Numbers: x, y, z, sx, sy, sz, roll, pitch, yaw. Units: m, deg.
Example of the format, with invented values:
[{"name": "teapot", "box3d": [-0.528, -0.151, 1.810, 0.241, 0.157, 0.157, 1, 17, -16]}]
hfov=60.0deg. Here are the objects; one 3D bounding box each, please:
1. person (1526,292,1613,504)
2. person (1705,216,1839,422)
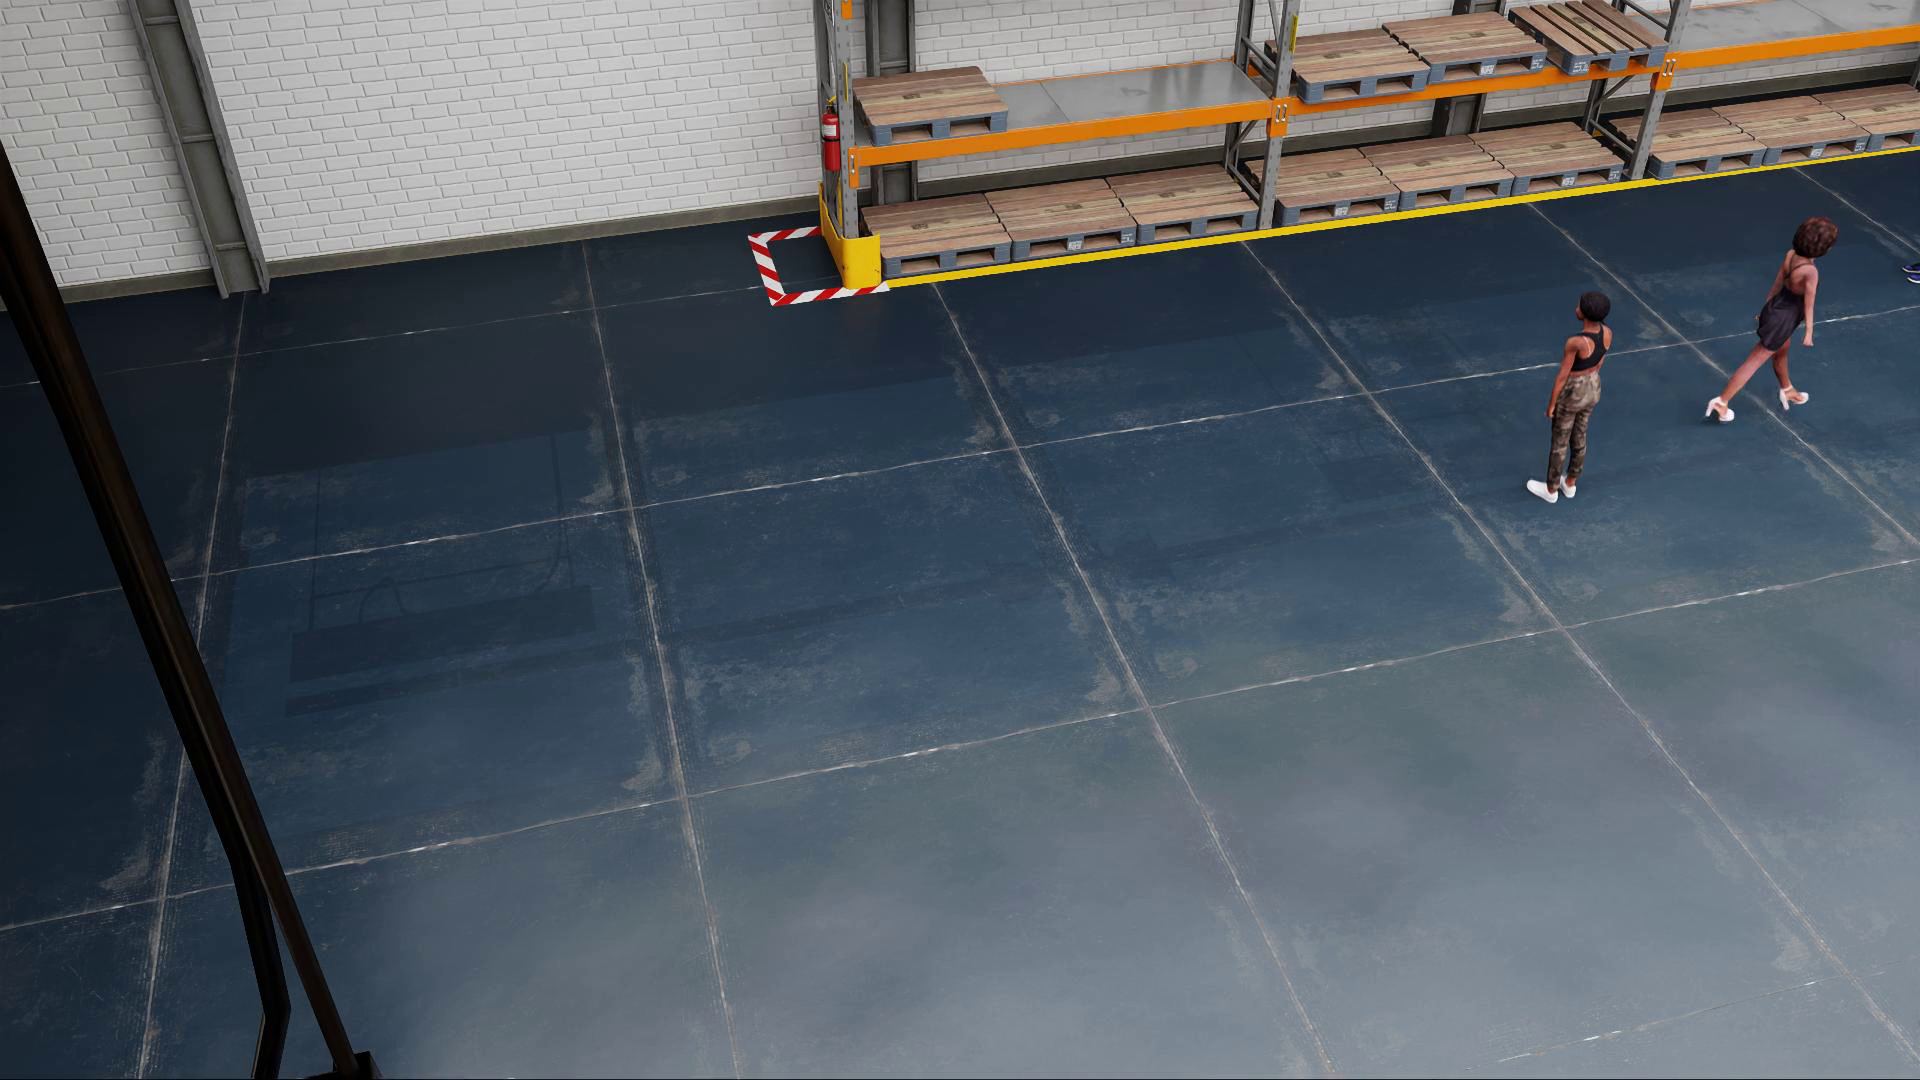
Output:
[{"name": "person", "box3d": [4.463, -1.032, 12.047, 0.535, 1.695, 0.659, -17, 42, -20]}, {"name": "person", "box3d": [6.192, -1.637, 12.765, 1.130, 1.744, 0.749, -1, 39, -1]}]
